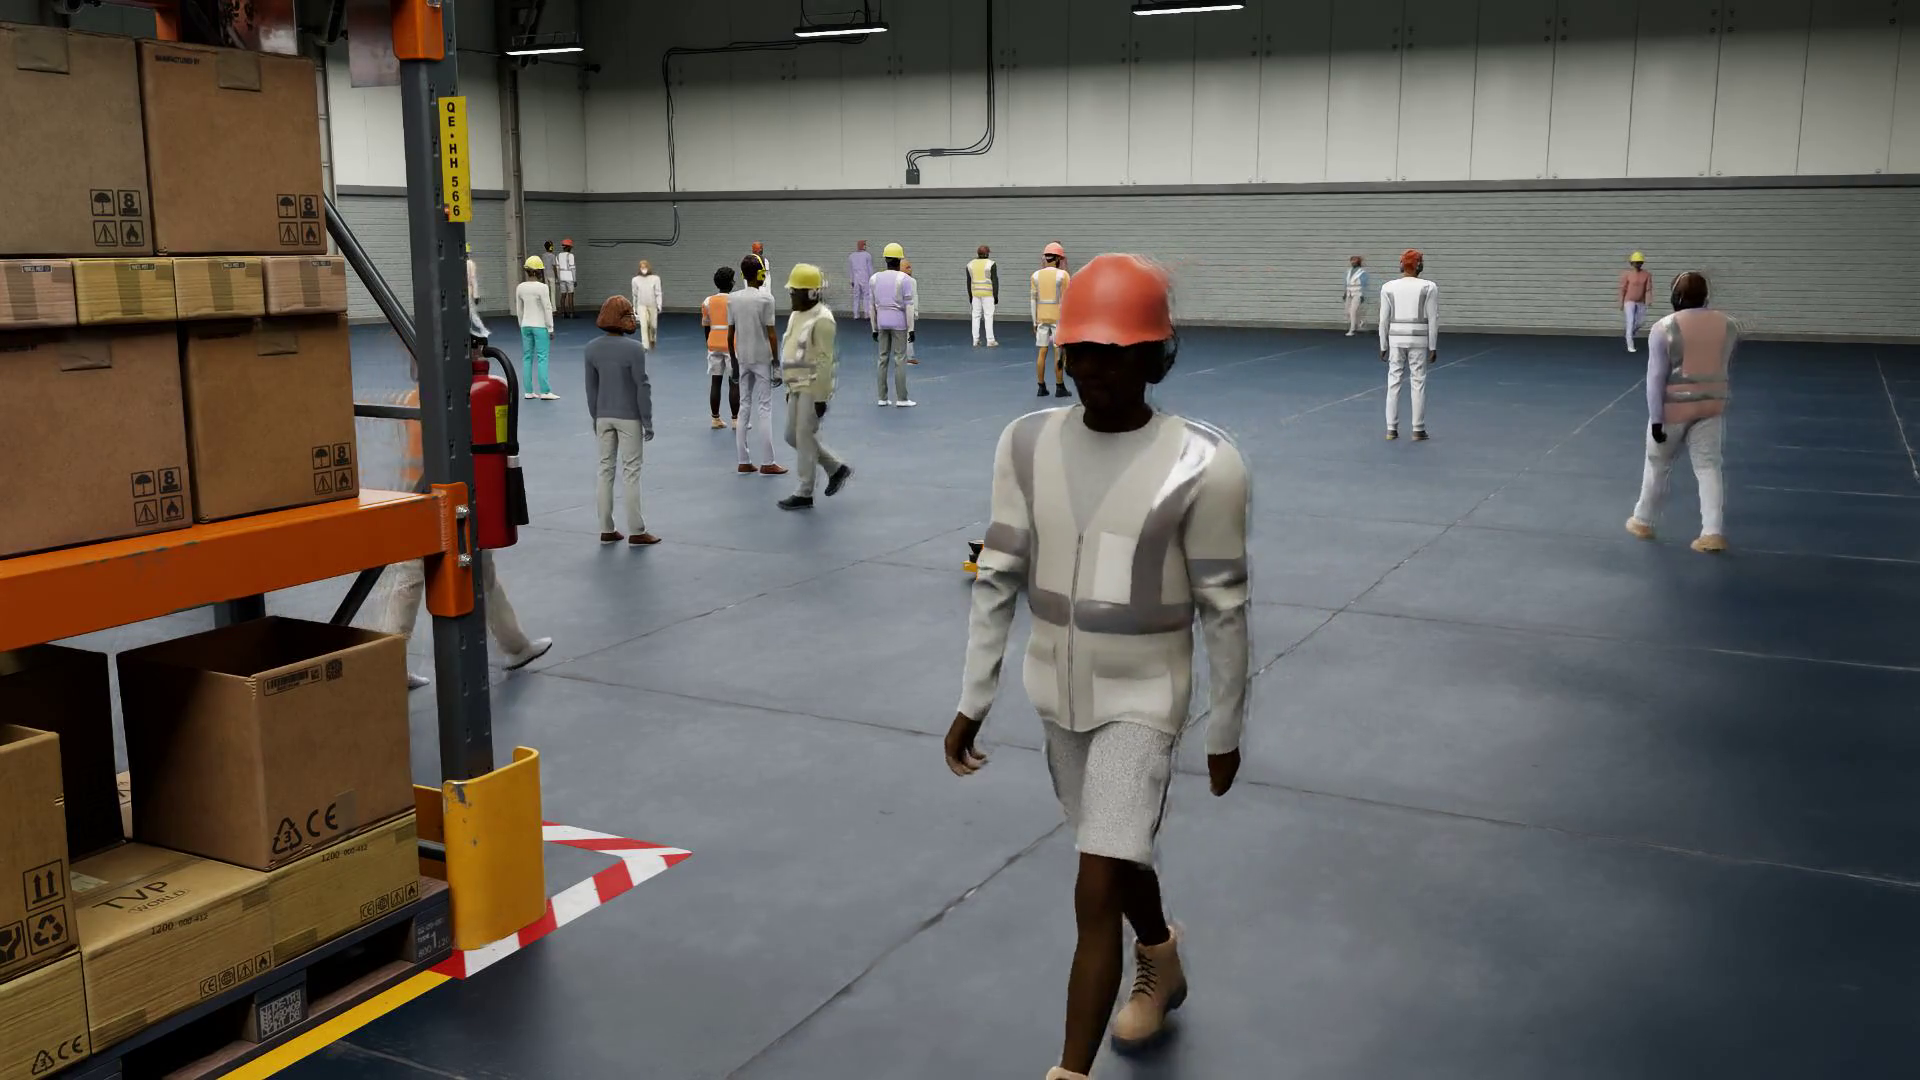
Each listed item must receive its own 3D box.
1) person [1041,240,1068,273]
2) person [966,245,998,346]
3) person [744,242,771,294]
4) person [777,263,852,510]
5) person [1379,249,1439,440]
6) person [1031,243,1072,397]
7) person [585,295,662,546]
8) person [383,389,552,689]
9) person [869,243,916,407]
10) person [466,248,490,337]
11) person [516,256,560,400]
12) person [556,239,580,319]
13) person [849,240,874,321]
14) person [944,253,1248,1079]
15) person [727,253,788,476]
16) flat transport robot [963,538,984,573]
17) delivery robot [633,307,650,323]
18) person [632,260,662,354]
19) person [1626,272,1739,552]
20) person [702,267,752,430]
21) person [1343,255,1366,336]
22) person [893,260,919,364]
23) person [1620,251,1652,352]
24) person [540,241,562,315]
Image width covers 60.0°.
[{"bbox_3d":[2.171,-5.828,37.709,0.639,1.902,0.407,5,12,27],"label":"person"},{"bbox_3d":[0.434,-4.473,30.480,0.621,1.845,0.429,5,12,27],"label":"person"},{"bbox_3d":[-3.880,-4.775,32.016,0.574,1.883,0.355,5,12,27],"label":"person"},{"bbox_3d":[-1.093,-1.134,12.323,0.569,1.816,0.611,-5,11,-25],"label":"person"},{"bbox_3d":[4.440,-1.926,16.467,0.574,1.887,0.355,5,12,27],"label":"person"},{"bbox_3d":[1.162,-2.758,20.894,0.543,1.928,0.373,5,12,27],"label":"person"},{"bbox_3d":[-2.214,-0.774,10.871,0.499,1.634,0.279,5,12,27],"label":"person"},{"bbox_3d":[-2.304,-0.138,7.508,0.534,1.585,0.868,8,13,37],"label":"person"},{"bbox_3d":[-0.793,-2.534,19.670,0.586,1.928,0.369,5,12,27],"label":"person"},{"bbox_3d":[-9.366,-4.698,31.596,0.604,1.887,0.971,9,14,42],"label":"person"},{"bbox_3d":[-5.221,-2.607,20.508,0.524,1.769,0.315,5,12,27],"label":"person"},{"bbox_3d":[-9.517,-6.328,40.360,0.543,1.928,0.373,5,12,27],"label":"person"},{"bbox_3d":[-2.318,-6.176,39.584,0.639,1.910,0.407,5,12,27],"label":"person"},{"bbox_3d":[0.344,0.351,3.805,0.613,1.994,1.073,8,13,36],"label":"person"},{"bbox_3d":[-1.728,-1.478,14.064,0.520,1.873,0.328,5,12,27],"label":"person"},{"bbox_3d":[0.801,0.105,9.798,1.431,0.197,0.652,5,12,27],"label":"flat transport robot"},{"bbox_3d":[-7.006,-4.927,36.212,0.707,0.478,0.477,-3,11,-17],"label":"delivery robot"},{"bbox_3d":[-5.380,-4.012,28.589,0.501,1.609,0.644,-2,11,-13],"label":"person"},{"bbox_3d":[4.721,-0.838,10.819,0.616,1.796,0.983,0,10,-3],"label":"person"},{"bbox_3d":[-2.433,-1.986,17.312,0.532,1.697,0.320,5,12,27],"label":"person"},{"bbox_3d":[8.019,-4.940,33.610,0.528,1.618,0.519,-6,12,-28],"label":"person"},{"bbox_3d":[-0.874,-3.574,26.142,0.499,1.634,0.279,5,12,27],"label":"person"},{"bbox_3d":[11.763,-4.166,29.042,0.523,1.746,0.628,-1,10,-3],"label":"person"},{"bbox_3d":[-10.443,-6.667,42.361,0.520,1.873,0.328,5,12,27],"label":"person"}]
